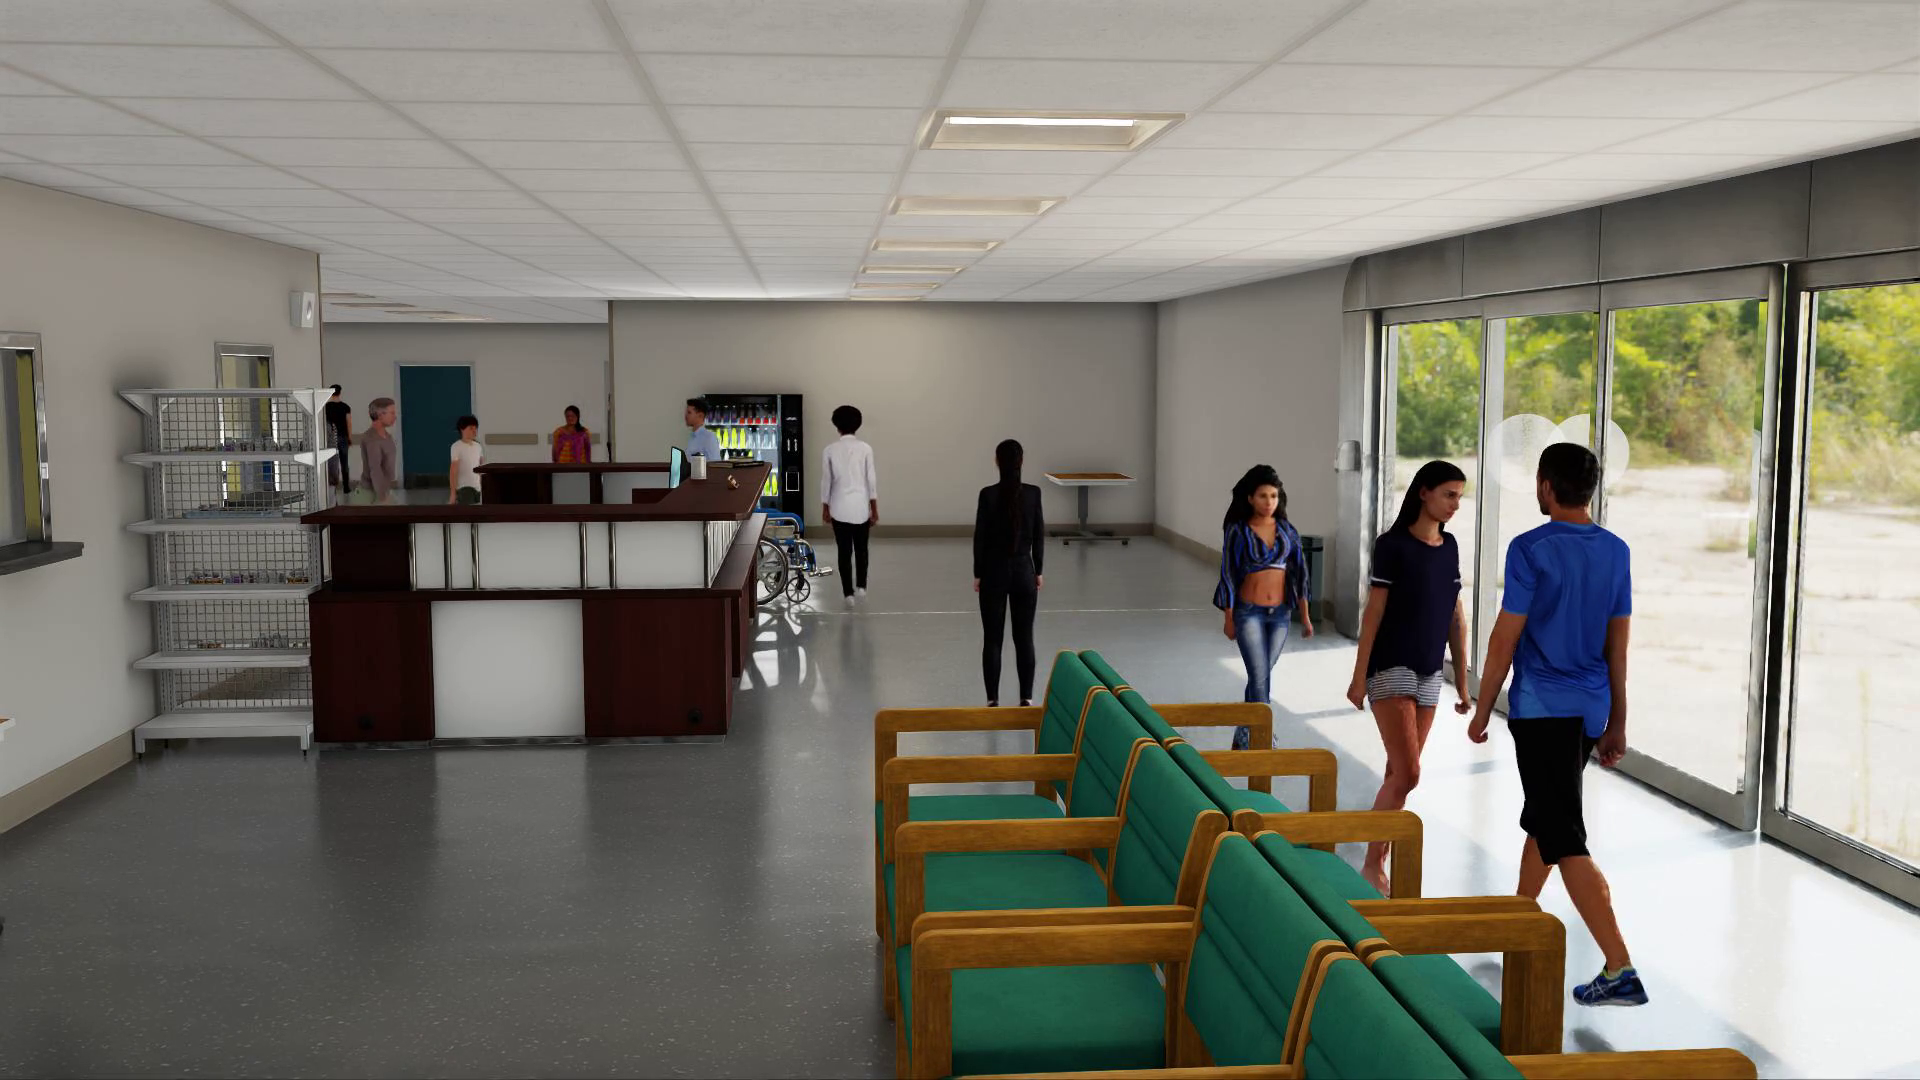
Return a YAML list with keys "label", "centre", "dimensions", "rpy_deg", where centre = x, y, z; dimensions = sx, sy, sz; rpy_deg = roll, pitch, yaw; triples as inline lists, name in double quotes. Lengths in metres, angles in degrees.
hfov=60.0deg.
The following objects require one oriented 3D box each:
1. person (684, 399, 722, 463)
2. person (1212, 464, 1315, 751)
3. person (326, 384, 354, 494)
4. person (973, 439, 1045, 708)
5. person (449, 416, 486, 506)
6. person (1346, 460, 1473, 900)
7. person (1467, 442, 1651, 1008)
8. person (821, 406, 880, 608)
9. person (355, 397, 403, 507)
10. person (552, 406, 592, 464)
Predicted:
- label: "person"
  centre: [-2.416, -0.426, 16.162]
  dimensions: [1.303, 1.796, 1.025]
  rpy_deg: [-4, 7, -32]
- label: "person"
  centre: [1.564, 0.426, 8.768]
  dimensions: [0.978, 1.579, 0.779]
  rpy_deg: [-1, 6, -14]
- label: "person"
  centre: [-10.858, -1.765, 28.982]
  dimensions: [0.633, 1.893, 0.790]
  rpy_deg: [-3, 7, -28]
- label: "person"
  centre: [0.293, 0.251, 9.847]
  dimensions: [0.444, 1.712, 0.648]
  rpy_deg: [-1, 6, -10]
- label: "person"
  centre: [-5.219, -0.466, 17.485]
  dimensions: [1.191, 1.610, 0.996]
  rpy_deg: [3, 6, 28]
- label: "person"
  centre: [1.727, 0.557, 6.655]
  dimensions: [0.663, 1.742, 0.780]
  rpy_deg: [-3, 6, -25]
- label: "person"
  centre: [2.030, 0.634, 5.484]
  dimensions: [1.232, 1.824, 0.921]
  rpy_deg: [-2, 6, -22]
- label: "person"
  centre: [-0.977, -0.279, 14.795]
  dimensions: [0.930, 1.776, 0.727]
  rpy_deg: [-1, 6, -5]
- label: "person"
  centre: [-5.497, -0.363, 15.380]
  dimensions: [1.304, 1.827, 0.728]
  rpy_deg: [0, 6, -3]
- label: "person"
  centre: [-5.222, -0.988, 22.491]
  dimensions: [1.002, 1.646, 0.751]
  rpy_deg: [0, 6, 1]
